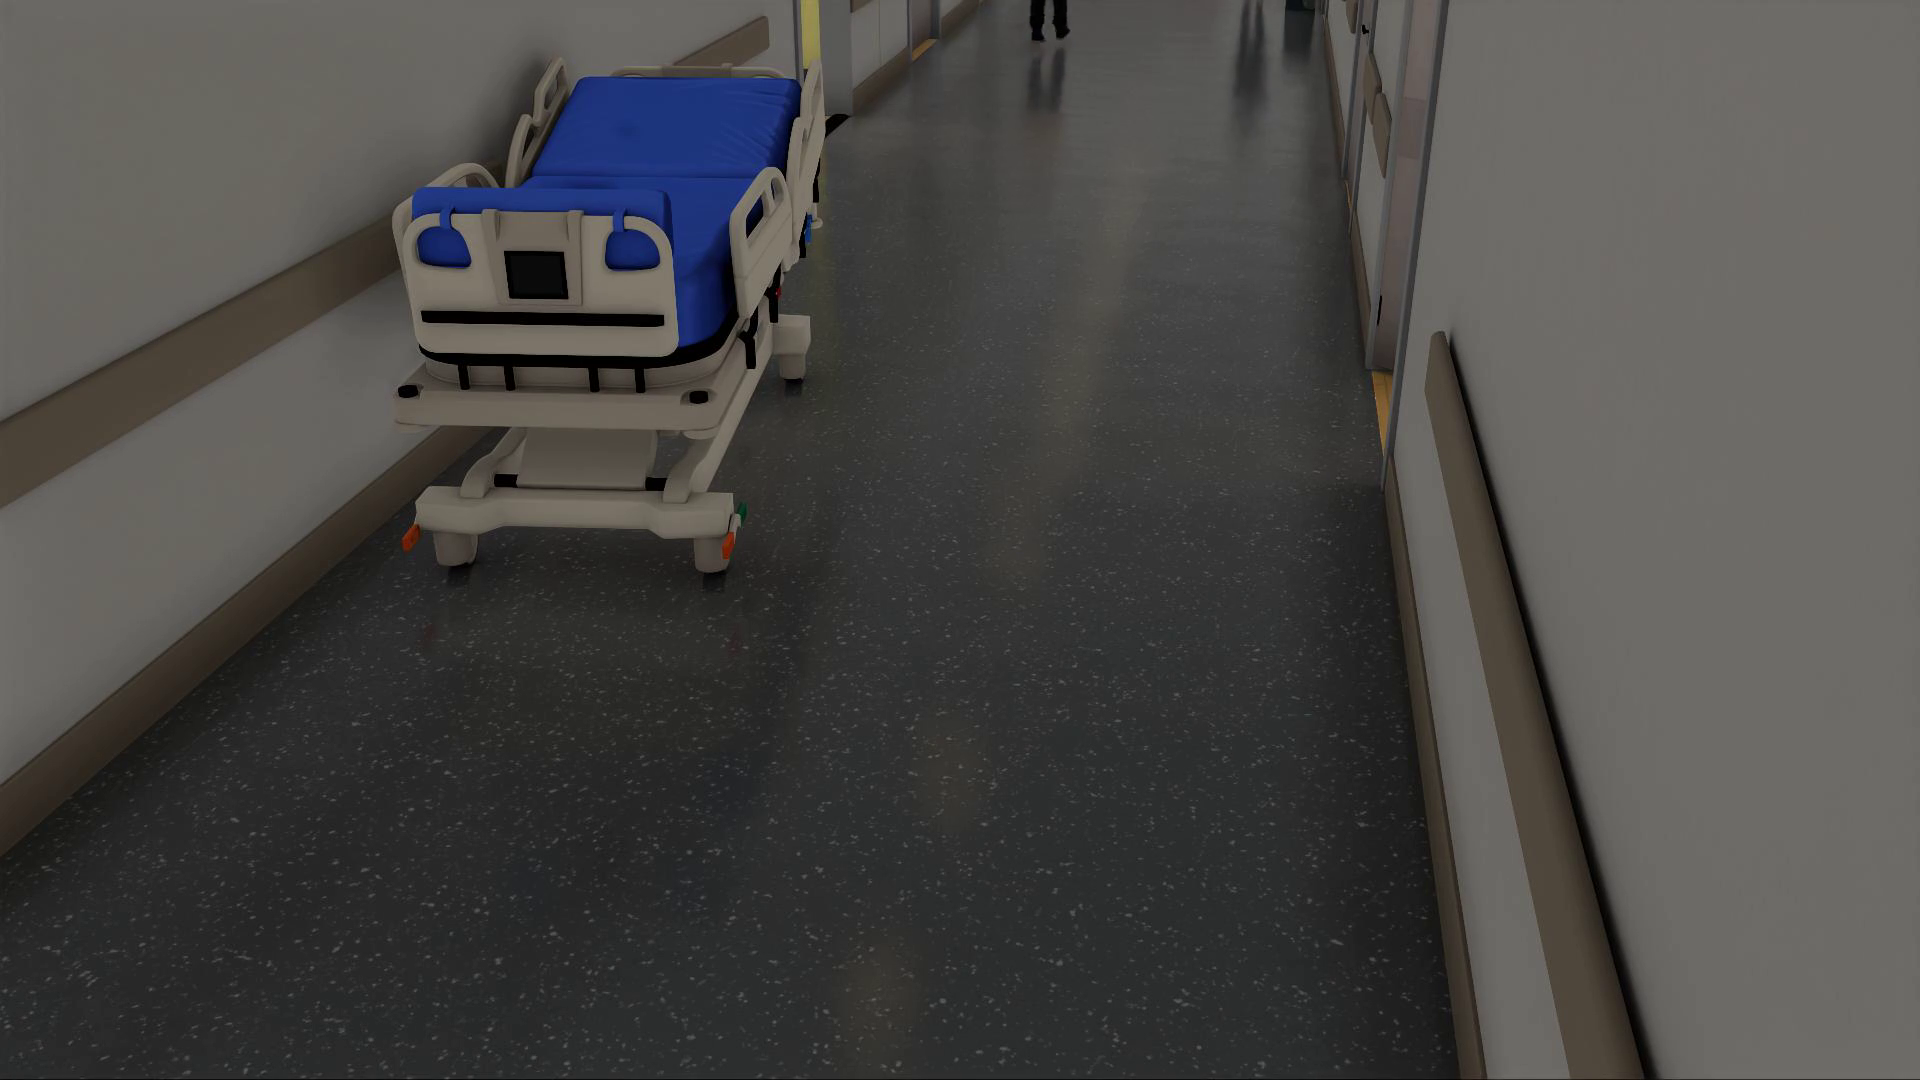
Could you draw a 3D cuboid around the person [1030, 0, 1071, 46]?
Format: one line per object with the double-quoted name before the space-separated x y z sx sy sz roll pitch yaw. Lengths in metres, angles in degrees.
"person" 0.752 -5.016 14.466 0.931 1.422 0.764 9 27 18
